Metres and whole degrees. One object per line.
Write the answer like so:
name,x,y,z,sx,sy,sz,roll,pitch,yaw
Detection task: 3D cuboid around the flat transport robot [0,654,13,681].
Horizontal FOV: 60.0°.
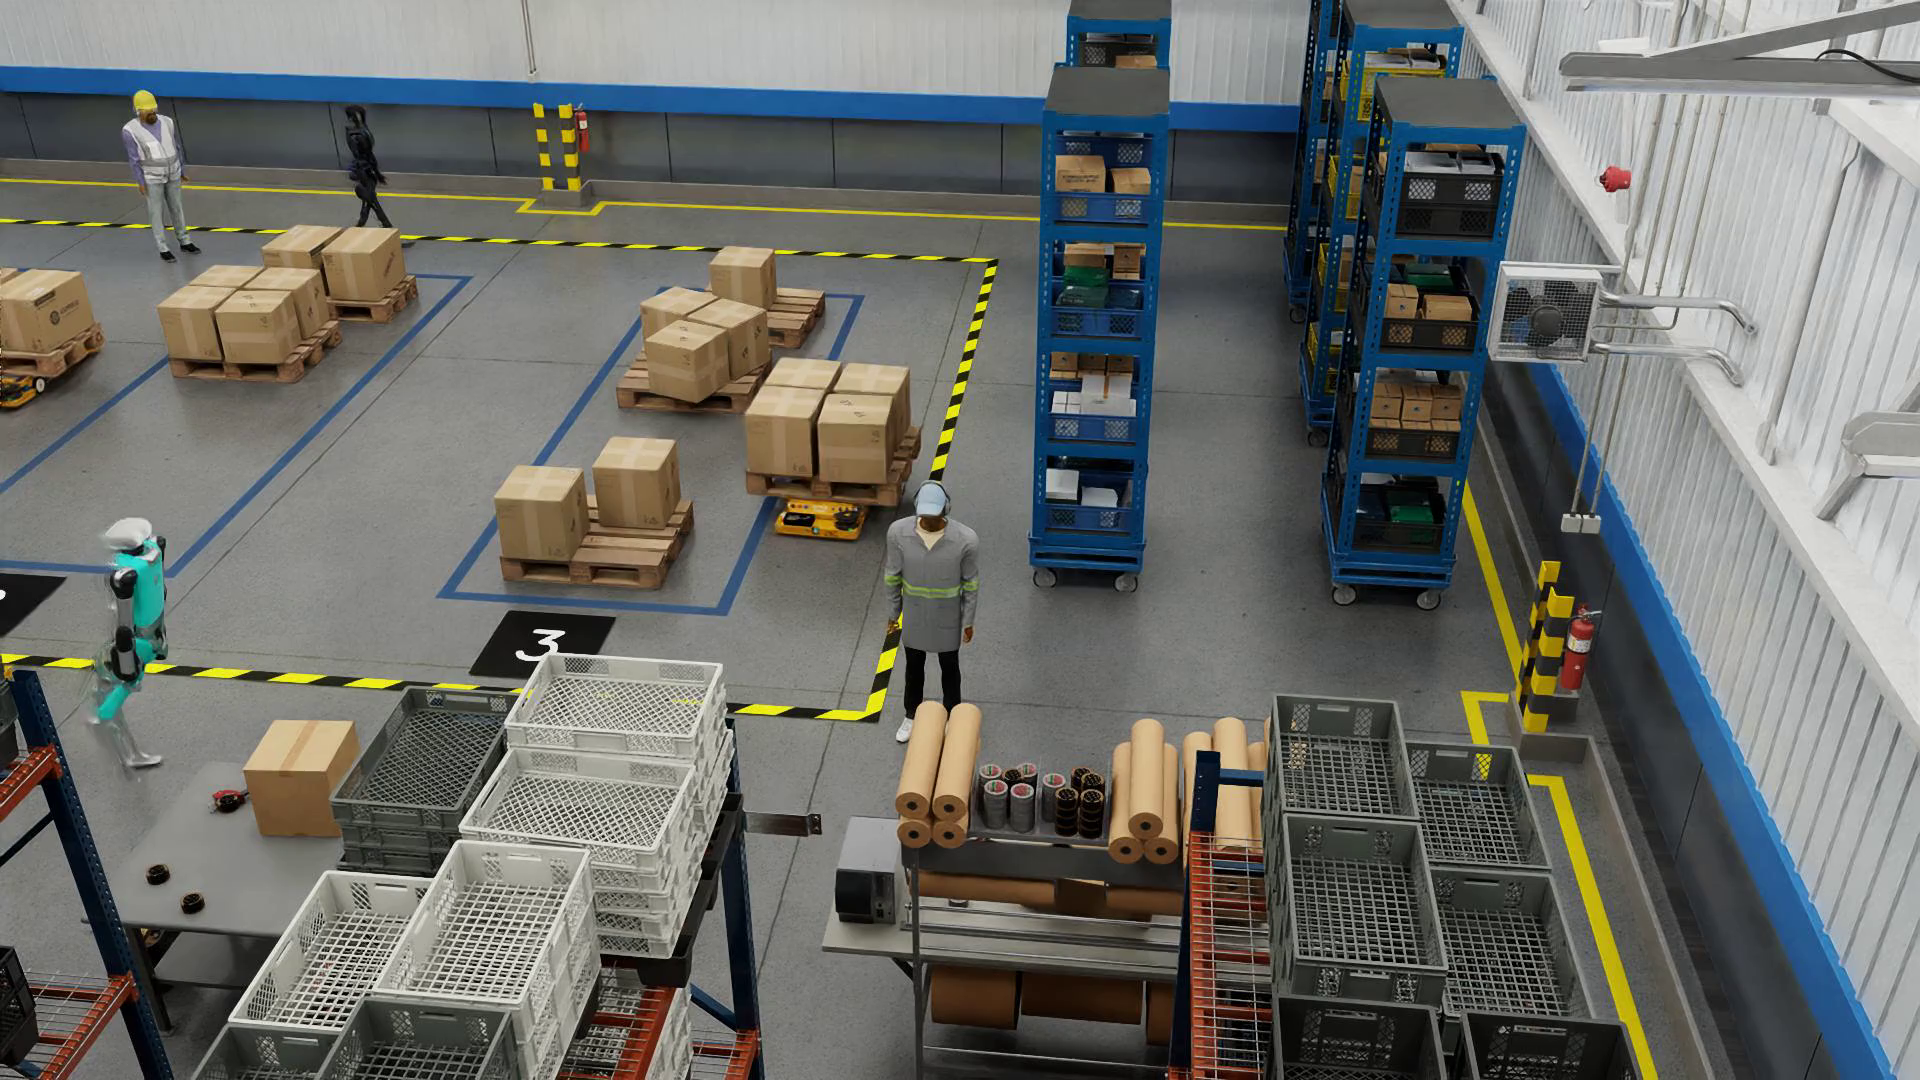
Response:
flat transport robot,-7.142,0.969,11.010,1.431,0.231,0.659,3,30,6

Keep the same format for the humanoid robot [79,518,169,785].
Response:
humanoid robot,-5.096,0.696,10.053,0.826,1.801,0.542,0,30,0

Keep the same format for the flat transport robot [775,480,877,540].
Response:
flat transport robot,-1.000,-0.458,13.433,0.652,0.197,1.431,5,31,8

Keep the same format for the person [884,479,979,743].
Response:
person,-0.180,0.457,10.314,0.589,1.853,0.370,4,31,8

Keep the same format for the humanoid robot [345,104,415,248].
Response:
humanoid robot,-6.431,-3.947,18.102,0.777,1.627,0.591,-3,30,-4

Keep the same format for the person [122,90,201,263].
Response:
person,-8.564,-3.913,17.844,0.404,1.828,0.590,19,35,30

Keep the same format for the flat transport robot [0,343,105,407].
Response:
flat transport robot,-8.669,-1.632,15.449,0.652,0.197,1.431,3,30,6
